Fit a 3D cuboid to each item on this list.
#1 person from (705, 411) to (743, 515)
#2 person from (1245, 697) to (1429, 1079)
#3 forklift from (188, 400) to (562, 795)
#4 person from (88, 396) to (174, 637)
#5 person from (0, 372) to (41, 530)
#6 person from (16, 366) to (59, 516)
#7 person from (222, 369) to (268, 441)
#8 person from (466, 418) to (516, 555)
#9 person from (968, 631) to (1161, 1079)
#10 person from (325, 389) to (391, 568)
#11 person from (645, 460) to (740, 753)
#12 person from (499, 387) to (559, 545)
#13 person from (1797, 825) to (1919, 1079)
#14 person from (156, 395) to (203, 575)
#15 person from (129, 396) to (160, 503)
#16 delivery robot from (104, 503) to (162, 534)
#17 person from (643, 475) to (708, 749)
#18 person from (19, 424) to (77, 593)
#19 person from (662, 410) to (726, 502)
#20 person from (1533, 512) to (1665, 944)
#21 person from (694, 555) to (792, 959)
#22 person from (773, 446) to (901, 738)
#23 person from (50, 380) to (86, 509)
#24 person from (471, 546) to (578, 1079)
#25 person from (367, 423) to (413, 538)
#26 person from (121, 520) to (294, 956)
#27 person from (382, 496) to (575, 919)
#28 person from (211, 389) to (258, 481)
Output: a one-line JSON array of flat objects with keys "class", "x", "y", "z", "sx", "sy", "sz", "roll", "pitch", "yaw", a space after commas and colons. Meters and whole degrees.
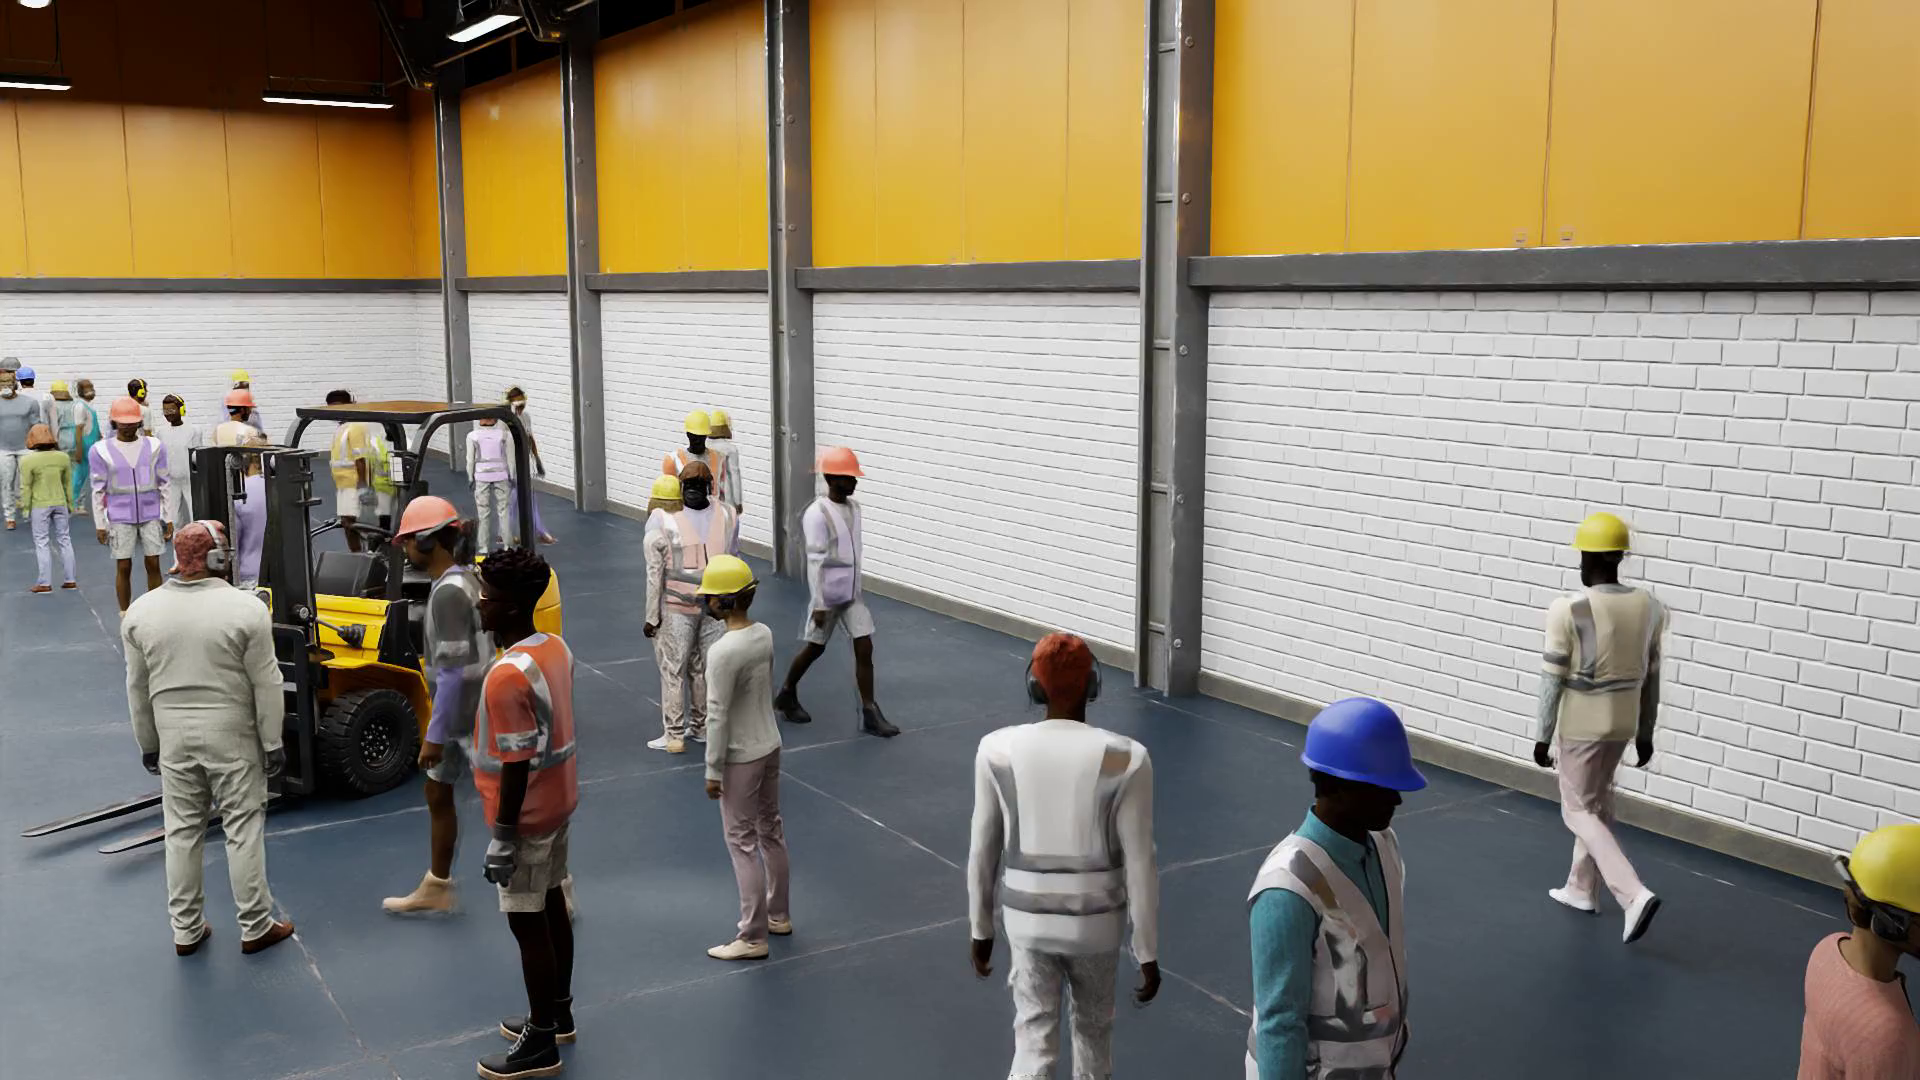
[{"class": "person", "x": -2.340, "y": -0.396, "z": 16.358, "sx": 0.596, "sy": 1.725, "sz": 0.407, "roll": 3, "pitch": 9, "yaw": 22}, {"class": "person", "x": 0.906, "y": 1.323, "z": 4.047, "sx": 0.418, "sy": 1.939, "sz": 0.601, "roll": 6, "pitch": 10, "yaw": 35}, {"class": "forklift", "x": -3.529, "y": 0.258, "z": 10.348, "sx": 1.214, "sy": 2.155, "sz": 2.313, "roll": 4, "pitch": 9, "yaw": 25}, {"class": "person", "x": -6.917, "y": -0.187, "z": 13.926, "sx": 0.611, "sy": 2.030, "sz": 0.410, "roll": -6, "pitch": 11, "yaw": -37}, {"class": "person", "x": -11.526, "y": -1.077, "z": 20.264, "sx": 0.636, "sy": 1.928, "sz": 0.380, "roll": -4, "pitch": 9, "yaw": -27}, {"class": "person", "x": -12.026, "y": -1.279, "z": 21.576, "sx": 0.609, "sy": 1.939, "sz": 0.417, "roll": -5, "pitch": 10, "yaw": -33}, {"class": "person", "x": -10.177, "y": -1.541, "z": 23.811, "sx": 0.913, "sy": 1.784, "sz": 0.597, "roll": 1, "pitch": 9, "yaw": 7}, {"class": "person", "x": -5.166, "y": -0.652, "z": 18.342, "sx": 0.521, "sy": 1.638, "sz": 0.314, "roll": -2, "pitch": 9, "yaw": -16}, {"class": "person", "x": 0.300, "y": 1.216, "z": 5.104, "sx": 0.620, "sy": 1.845, "sz": 0.850, "roll": 2, "pitch": 9, "yaw": 12}, {"class": "person", "x": -6.092, "y": -0.561, "z": 16.761, "sx": 0.509, "sy": 1.924, "sz": 0.668, "roll": -7, "pitch": 11, "yaw": -39}, {"class": "person", "x": -1.658, "y": 0.412, "z": 10.508, "sx": 0.624, "sy": 1.841, "sz": 0.430, "roll": -5, "pitch": 10, "yaw": -28}, {"class": "person", "x": -4.939, "y": -0.830, "z": 18.944, "sx": 0.812, "sy": 1.821, "sz": 0.492, "roll": 2, "pitch": 9, "yaw": 10}, {"class": "person", "x": 1.992, "y": 1.470, "z": 3.673, "sx": 0.342, "sy": 1.754, "sz": 0.531, "roll": 2, "pitch": 9, "yaw": 15}, {"class": "person", "x": -7.948, "y": -0.558, "z": 16.990, "sx": 0.510, "sy": 1.861, "sz": 0.324, "roll": 1, "pitch": 8, "yaw": 4}, {"class": "person", "x": -10.519, "y": -1.098, "z": 21.499, "sx": 0.350, "sy": 1.606, "sz": 0.526, "roll": 2, "pitch": 9, "yaw": 15}, {"class": "delivery robot", "x": -9.502, "y": -0.282, "z": 19.175, "sx": 0.707, "sy": 0.478, "sz": 0.477, "roll": -7, "pitch": 11, "yaw": -41}, {"class": "person", "x": -1.822, "y": 0.457, "z": 10.522, "sx": 0.315, "sy": 1.743, "sz": 0.487, "roll": 6, "pitch": 10, "yaw": 34}, {"class": "person", "x": -8.789, "y": -0.301, "z": 16.030, "sx": 0.271, "sy": 1.627, "sz": 0.502, "roll": 5, "pitch": 10, "yaw": 30}, {"class": "person", "x": -2.168, "y": -0.117, "z": 13.781, "sx": 0.593, "sy": 1.922, "sz": 0.384, "roll": -7, "pitch": 11, "yaw": -39}, {"class": "person", "x": 2.912, "y": 0.835, "z": 7.455, "sx": 0.586, "sy": 1.914, "sz": 0.786, "roll": -3, "pitch": 9, "yaw": -19}, {"class": "person", "x": -0.966, "y": 0.936, "z": 7.263, "sx": 0.365, "sy": 1.758, "sz": 0.526, "roll": 3, "pitch": 9, "yaw": 17}, {"class": "person", "x": -0.843, "y": 0.321, "z": 10.921, "sx": 0.983, "sy": 1.898, "sz": 0.553, "roll": 6, "pitch": 10, "yaw": 35}, {"class": "person", "x": -11.911, "y": -1.256, "z": 22.099, "sx": 0.322, "sy": 1.736, "sz": 0.485, "roll": 5, "pitch": 10, "yaw": 30}, {"class": "person", "x": -1.608, "y": 0.994, "z": 6.149, "sx": 0.364, "sy": 1.966, "sz": 0.609, "roll": 0, "pitch": 8, "yaw": 2}, {"class": "person", "x": -5.926, "y": -0.535, "z": 17.390, "sx": 0.540, "sy": 1.683, "sz": 0.449, "roll": -3, "pitch": 9, "yaw": -21}, {"class": "person", "x": -3.257, "y": 0.861, "z": 7.260, "sx": 0.645, "sy": 1.905, "sz": 0.400, "roll": 0, "pitch": 8, "yaw": 1}, {"class": "person", "x": -2.187, "y": 0.792, "z": 7.508, "sx": 0.870, "sy": 1.992, "sz": 0.634, "roll": -3, "pitch": 9, "yaw": -18}, {"class": "person", "x": -7.143, "y": -0.534, "z": 16.556, "sx": 0.551, "sy": 1.932, "sz": 0.377, "roll": 3, "pitch": 9, "yaw": 22}]
